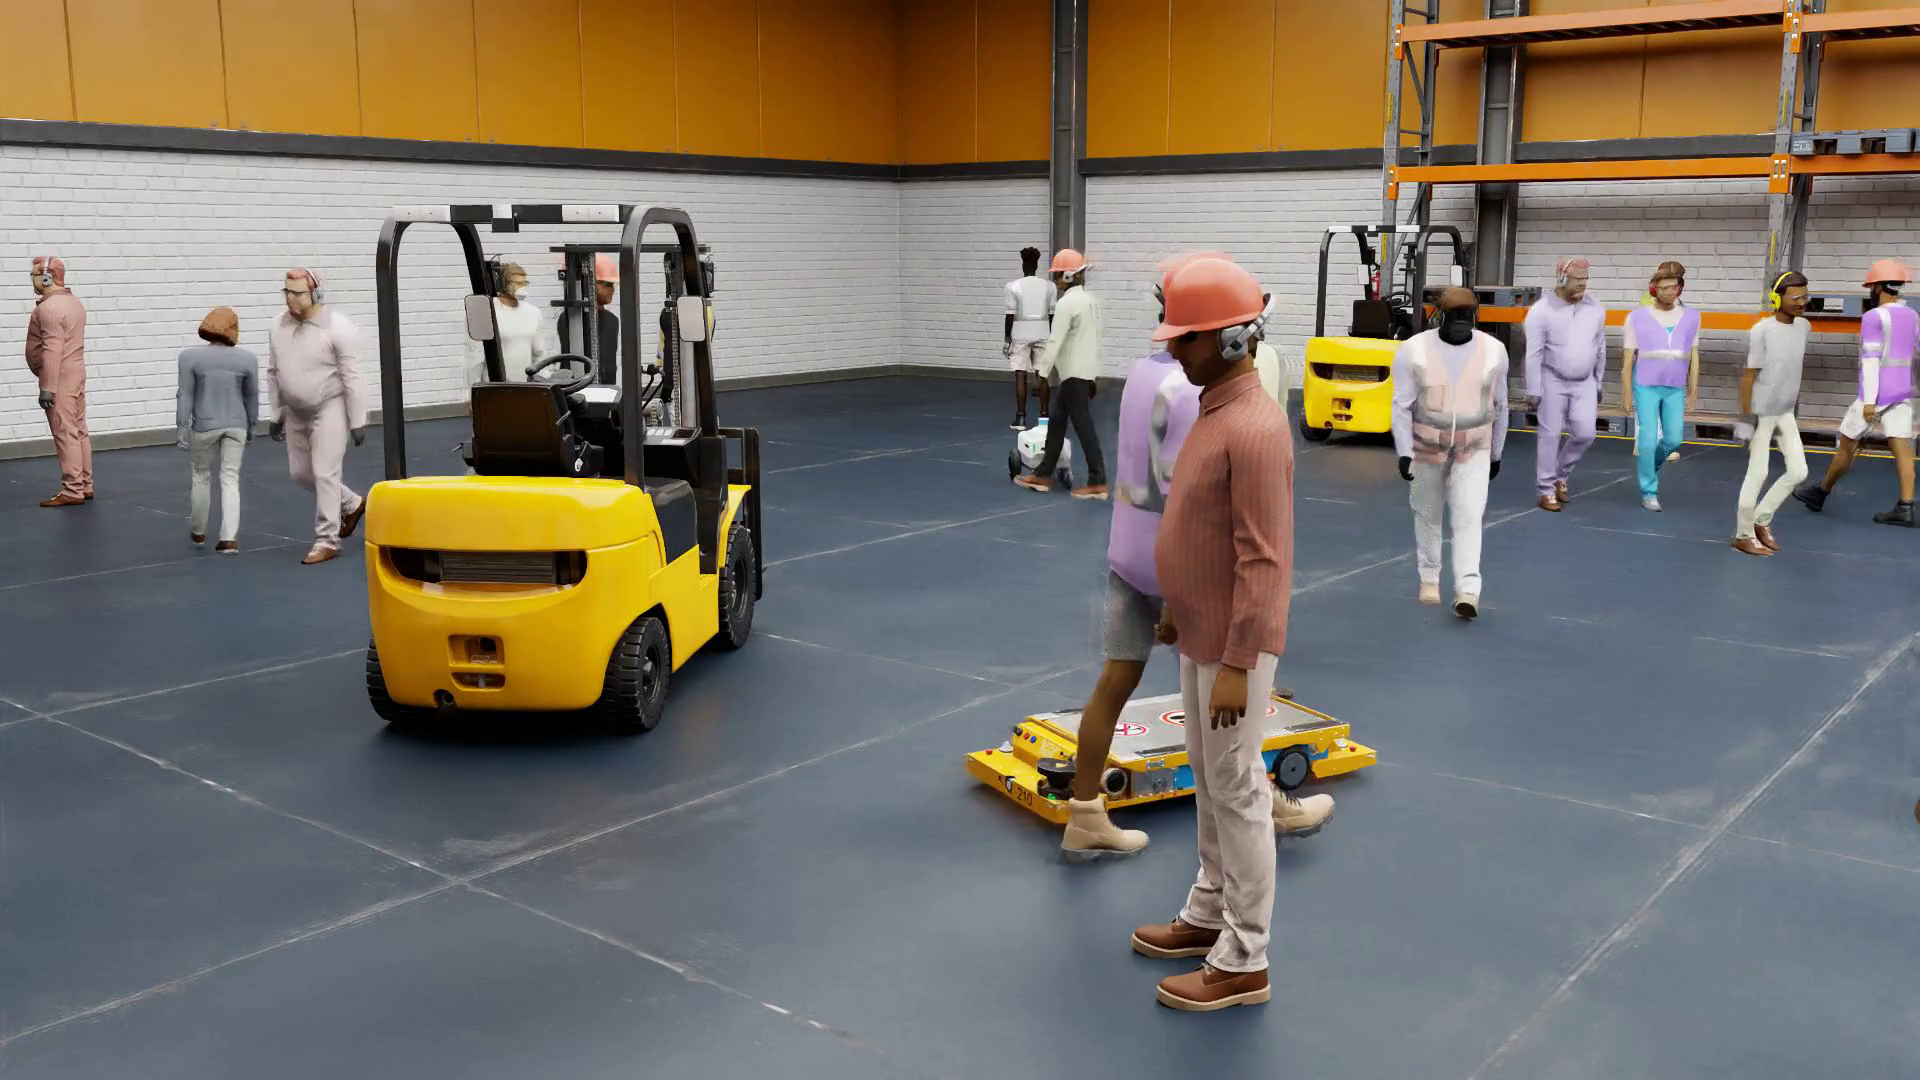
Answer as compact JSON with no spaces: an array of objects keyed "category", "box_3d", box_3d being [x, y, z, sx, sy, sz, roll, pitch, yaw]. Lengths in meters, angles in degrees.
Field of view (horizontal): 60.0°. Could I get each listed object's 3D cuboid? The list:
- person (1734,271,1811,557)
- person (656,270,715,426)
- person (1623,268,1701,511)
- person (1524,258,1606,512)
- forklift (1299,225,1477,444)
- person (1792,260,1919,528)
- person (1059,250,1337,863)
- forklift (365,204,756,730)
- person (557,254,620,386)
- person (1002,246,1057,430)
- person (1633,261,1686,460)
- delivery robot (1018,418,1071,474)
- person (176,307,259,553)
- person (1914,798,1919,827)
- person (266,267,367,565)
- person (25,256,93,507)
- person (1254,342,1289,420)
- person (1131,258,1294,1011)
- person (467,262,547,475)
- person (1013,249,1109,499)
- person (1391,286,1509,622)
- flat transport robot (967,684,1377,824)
[{"category":"person","box_3d":[5.216,-0.792,10.666,0.542,1.831,0.447,-4,11,-21]},{"category":"person","box_3d":[-2.207,-1.272,13.301,0.429,1.844,0.626,4,11,21]},{"category":"person","box_3d":[5.320,-1.159,12.713,0.570,1.831,0.655,0,10,1]},{"category":"person","box_3d":[4.559,-1.167,12.547,0.660,1.893,0.414,-1,10,-4]},{"category":"forklift","box_3d":[4.449,-2.115,16.993,1.214,2.155,2.313,8,13,38]},{"category":"person","box_3d":[6.592,-1.072,12.067,0.553,1.883,0.991,-4,11,-21]},{"category":"person","box_3d":[0.791,0.071,5.425,1.037,1.986,0.627,-3,11,-18]},{"category":"forklift","box_3d":[-1.766,-0.406,7.525,1.214,2.155,2.313,1,10,7]},{"category":"person","box_3d":[-2.392,-0.900,10.976,1.042,1.935,0.634,5,11,26]},{"category":"person","box_3d":[0.752,-2.169,17.922,0.614,1.963,0.362,-3,11,-15]},{"category":"person","box_3d":[6.563,-1.677,15.549,0.429,1.839,0.633,0,10,-1]},{"category":"delivery robot","box_3d":[0.700,-0.772,13.834,0.477,0.478,0.707,-1,10,-7]},{"category":"person","box_3d":[-4.908,-0.729,10.973,0.540,1.587,0.737,-7,12,-33]},{"category":"person","box_3d":[2.173,0.474,3.115,0.752,2.021,0.617,-1,10,-6]},{"category":"person","box_3d":[-4.056,-0.813,10.671,0.654,1.875,0.706,4,11,20]},{"category":"person","box_3d":[-6.938,-1.214,12.792,0.410,1.912,0.643,-2,10,-12]},{"category":"person","box_3d":[1.351,-0.361,8.308,0.622,1.816,0.433,-8,13,-38]},{"category":"person","box_3d":[0.684,0.254,4.443,0.388,1.987,0.608,-1,10,-3]},{"category":"person","box_3d":[-3.378,-1.115,12.329,1.070,1.889,0.634,6,12,29]},{"category":"person","box_3d":[0.786,-1.307,13.179,0.942,1.953,0.625,3,11,18]},{"category":"person","box_3d":[2.651,-0.472,9.009,0.631,1.780,0.984,2,10,11]},{"category":"flat transport robot","box_3d":[0.808,0.779,6.287,1.431,0.197,0.652,-5,11,-27]}]
